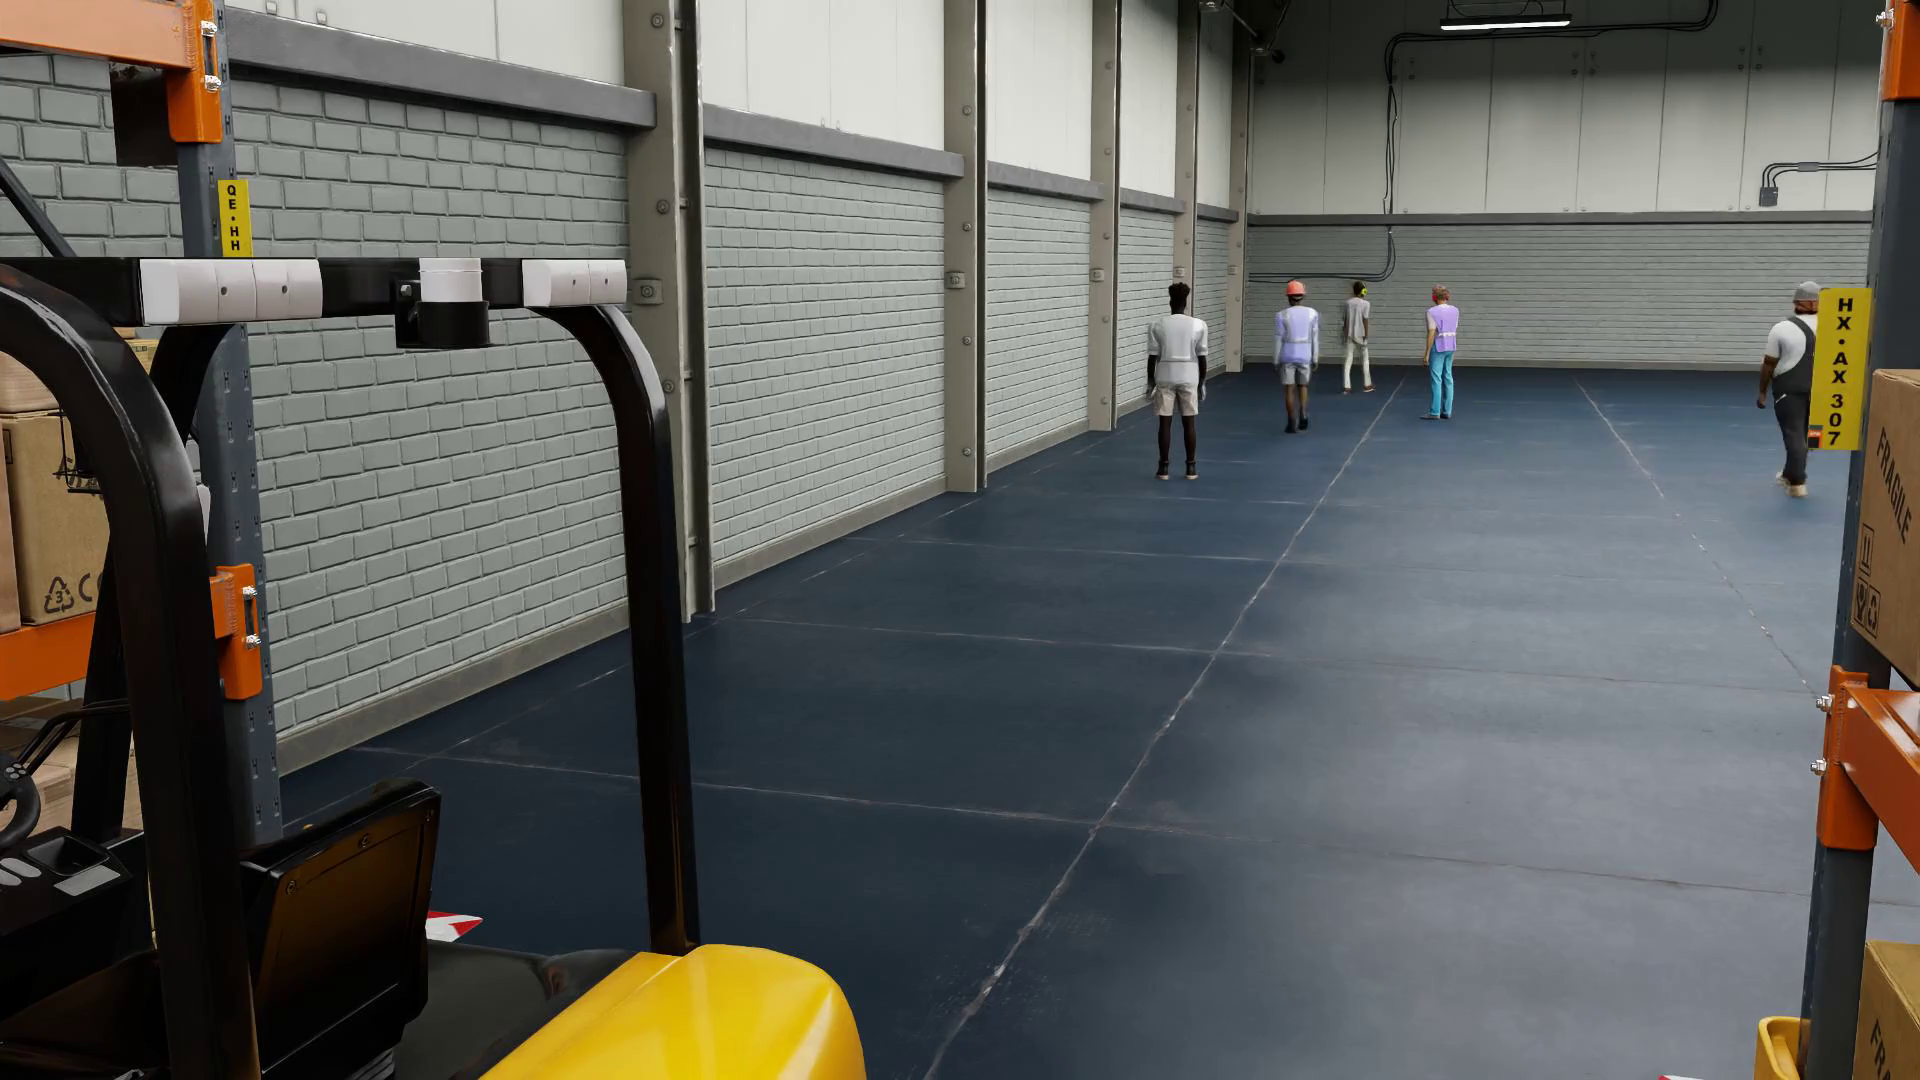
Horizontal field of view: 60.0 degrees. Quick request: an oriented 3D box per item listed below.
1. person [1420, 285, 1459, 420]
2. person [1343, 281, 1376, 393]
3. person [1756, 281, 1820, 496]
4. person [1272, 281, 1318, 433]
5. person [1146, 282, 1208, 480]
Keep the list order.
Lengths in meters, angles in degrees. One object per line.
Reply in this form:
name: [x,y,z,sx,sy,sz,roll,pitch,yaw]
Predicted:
person: [6.576,-2.554,22.751,0.563,1.839,0.392,-6,11,-31]
person: [6.596,-3.347,27.502,0.515,1.838,0.878,8,12,39]
person: [7.852,-1.449,15.566,0.696,2.000,1.012,1,10,5]
person: [4.218,-2.298,20.969,0.582,1.921,0.404,-1,10,-5]
person: [2.157,-1.577,16.554,0.612,1.963,0.362,0,10,2]
